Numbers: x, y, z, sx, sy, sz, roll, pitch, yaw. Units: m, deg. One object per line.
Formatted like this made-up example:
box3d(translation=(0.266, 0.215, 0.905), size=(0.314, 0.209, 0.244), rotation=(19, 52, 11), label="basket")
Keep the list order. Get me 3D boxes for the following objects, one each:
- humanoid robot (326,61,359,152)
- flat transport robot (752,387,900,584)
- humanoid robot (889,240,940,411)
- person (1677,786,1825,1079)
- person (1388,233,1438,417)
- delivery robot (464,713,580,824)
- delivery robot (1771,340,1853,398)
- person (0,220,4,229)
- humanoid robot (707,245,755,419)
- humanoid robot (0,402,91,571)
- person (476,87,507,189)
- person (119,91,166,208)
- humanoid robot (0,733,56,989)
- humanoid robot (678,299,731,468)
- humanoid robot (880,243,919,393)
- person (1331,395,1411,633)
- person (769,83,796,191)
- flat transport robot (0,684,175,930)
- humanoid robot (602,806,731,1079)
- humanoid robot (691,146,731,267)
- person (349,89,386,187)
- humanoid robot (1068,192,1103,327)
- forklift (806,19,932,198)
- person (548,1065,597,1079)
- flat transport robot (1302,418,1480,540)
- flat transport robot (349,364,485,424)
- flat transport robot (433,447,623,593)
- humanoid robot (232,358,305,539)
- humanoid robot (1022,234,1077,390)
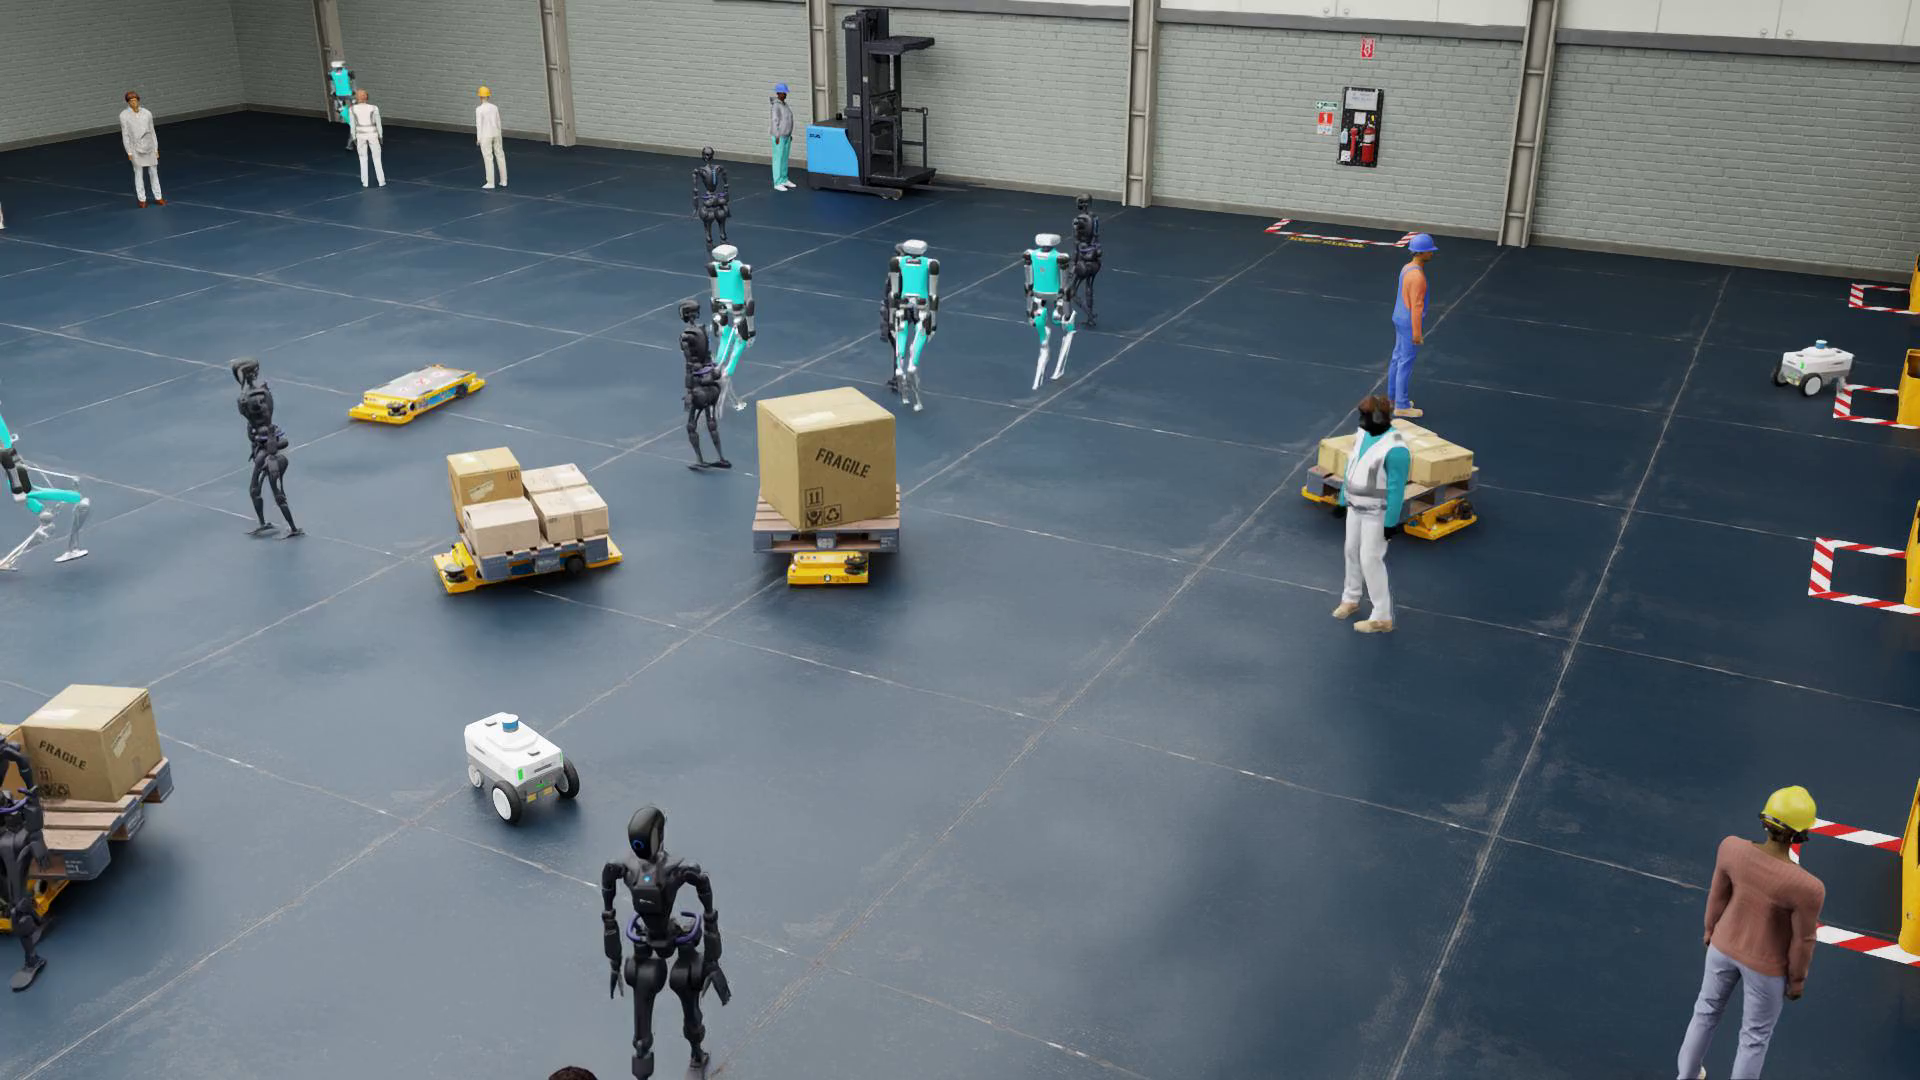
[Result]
box3d(translation=(-11.484, -8.164, 31.346), size=(0.561, 1.740, 1.037), rotation=(1, 23, 2), label="humanoid robot")
box3d(translation=(-1.114, 0.005, 14.150), size=(0.659, 0.231, 1.431), rotation=(-1, 23, -2), label="flat transport robot")
box3d(translation=(-0.526, -2.196, 17.415), size=(0.537, 1.771, 0.790), rotation=(4, 24, 9), label="humanoid robot")
box3d(translation=(3.719, 1.933, 7.780), size=(0.348, 1.758, 0.520), rotation=(-15, 27, -31), label="person")
box3d(translation=(4.689, -2.242, 17.305), size=(0.369, 1.910, 0.522), rotation=(0, 23, 0), label="person")
box3d(translation=(-2.813, 1.398, 10.542), size=(0.499, 0.592, 0.774), rotation=(-21, 31, -40), label="delivery robot")
box3d(translation=(9.332, -1.869, 18.175), size=(0.785, 0.614, 0.524), rotation=(-7, 24, -16), label="delivery robot")
box3d(translation=(-14.977, -5.622, 25.243), size=(0.573, 1.852, 0.560), rotation=(3, 23, 7), label="person")
box3d(translation=(-2.504, -2.084, 17.285), size=(0.561, 1.864, 0.793), rotation=(12, 26, 26), label="humanoid robot")
box3d(translation=(-7.540, -0.525, 13.533), size=(0.987, 1.751, 0.543), rotation=(-15, 27, -31), label="humanoid robot")
box3d(translation=(-7.982, -6.826, 28.242), size=(0.320, 1.698, 0.473), rotation=(20, 31, 39), label="person")
box3d(translation=(-13.227, -6.316, 26.889), size=(0.514, 1.831, 0.365), rotation=(-17, 29, -34), label="person")
box3d(translation=(-5.112, 1.533, 8.830), size=(0.602, 1.642, 0.579), rotation=(3, 23, 7), label="humanoid robot")
box3d(translation=(-2.438, -1.475, 15.822), size=(0.441, 1.631, 0.609), rotation=(6, 24, 13), label="humanoid robot")
box3d(translation=(-0.659, -2.415, 18.012), size=(0.373, 1.644, 0.609), rotation=(14, 27, 29), label="humanoid robot")
box3d(translation=(3.154, -0.210, 12.718), size=(0.430, 1.813, 0.681), rotation=(-6, 24, -14), label="person")
box3d(translation=(-3.023, -6.836, 28.168), size=(0.361, 1.779, 0.521), rotation=(8, 25, 18), label="person")
box3d(translation=(-5.489, 1.824, 9.916), size=(0.659, 0.231, 1.431), rotation=(1, 23, 2), label="flat transport robot")
box3d(translation=(-1.376, 1.993, 7.778), size=(0.597, 1.631, 0.731), rotation=(2, 23, 5), label="humanoid robot")
box3d(translation=(-3.459, -4.636, 23.154), size=(0.599, 1.657, 0.315), rotation=(-16, 28, -32), label="humanoid robot")
box3d(translation=(-10.110, -6.851, 28.387), size=(0.513, 1.631, 0.316), rotation=(-5, 24, -11), label="person")
box3d(translation=(1.578, -3.420, 20.330), size=(0.388, 1.645, 0.616), rotation=(15, 28, 31), label="humanoid robot")
box3d(translation=(-1.573, -7.292, 27.850), size=(1.873, 2.768, 1.129), rotation=(12, 26, 25), label="forklift")
box3d(translation=(-1.332, 2.640, 5.928), size=(0.384, 1.917, 0.589), rotation=(16, 28, 33), label="person")
box3d(translation=(3.862, -0.357, 14.993), size=(0.659, 0.231, 1.431), rotation=(-19, 30, -37), label="flat transport robot")
box3d(translation=(-5.801, -1.569, 17.815), size=(0.659, 0.231, 1.431), rotation=(9, 25, 20), label="flat transport robot")
box3d(translation=(-3.588, 0.136, 13.846), size=(1.431, 0.231, 0.659), rotation=(-11, 26, -24), label="flat transport robot")
box3d(translation=(-5.932, -0.765, 14.183), size=(0.433, 1.642, 0.611), rotation=(-18, 29, -36), label="humanoid robot")
box3d(translation=(1.041, -2.502, 18.169), size=(0.533, 1.798, 0.812), rotation=(11, 26, 25), label="humanoid robot")
